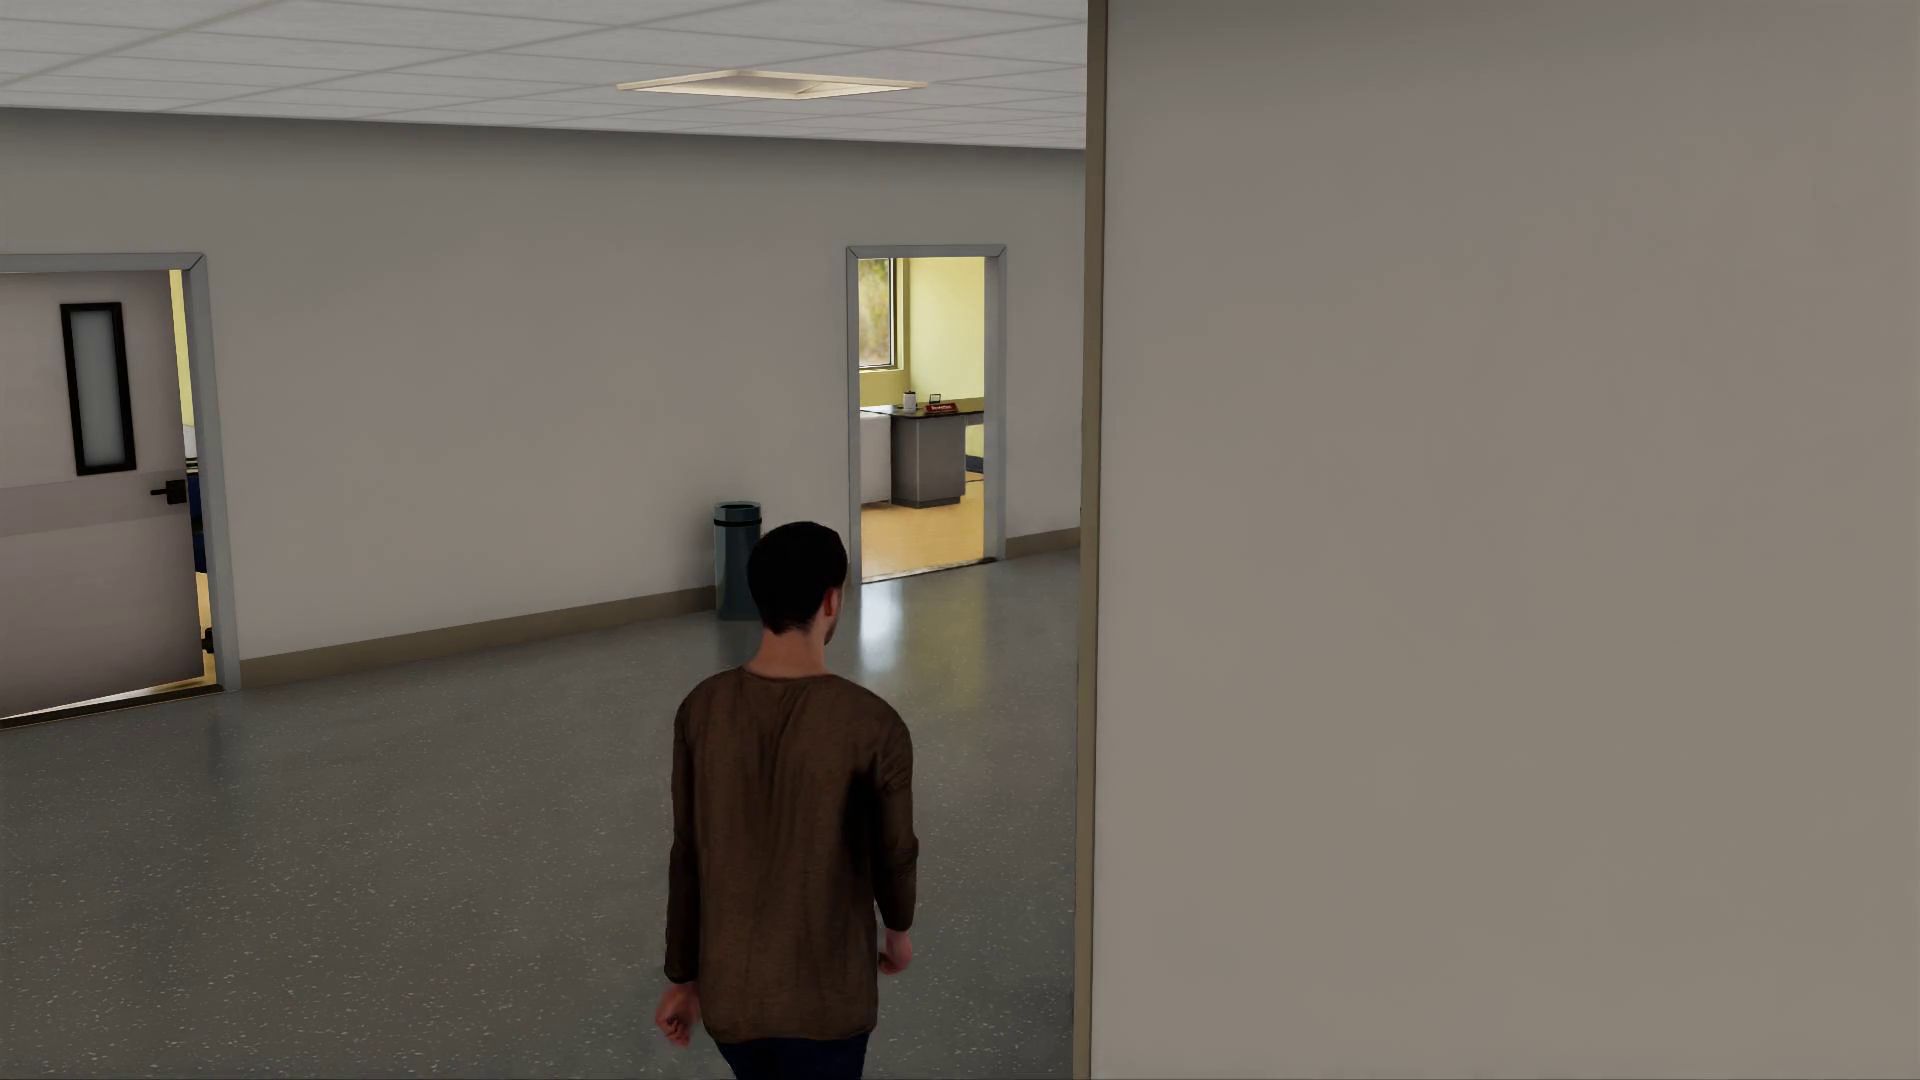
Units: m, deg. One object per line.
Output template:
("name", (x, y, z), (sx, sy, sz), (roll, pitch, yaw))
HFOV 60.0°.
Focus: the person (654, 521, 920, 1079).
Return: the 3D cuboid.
("person", (-0.378, 0.941, 3.248), (0.972, 1.829, 1.228), (5, 12, 23))
